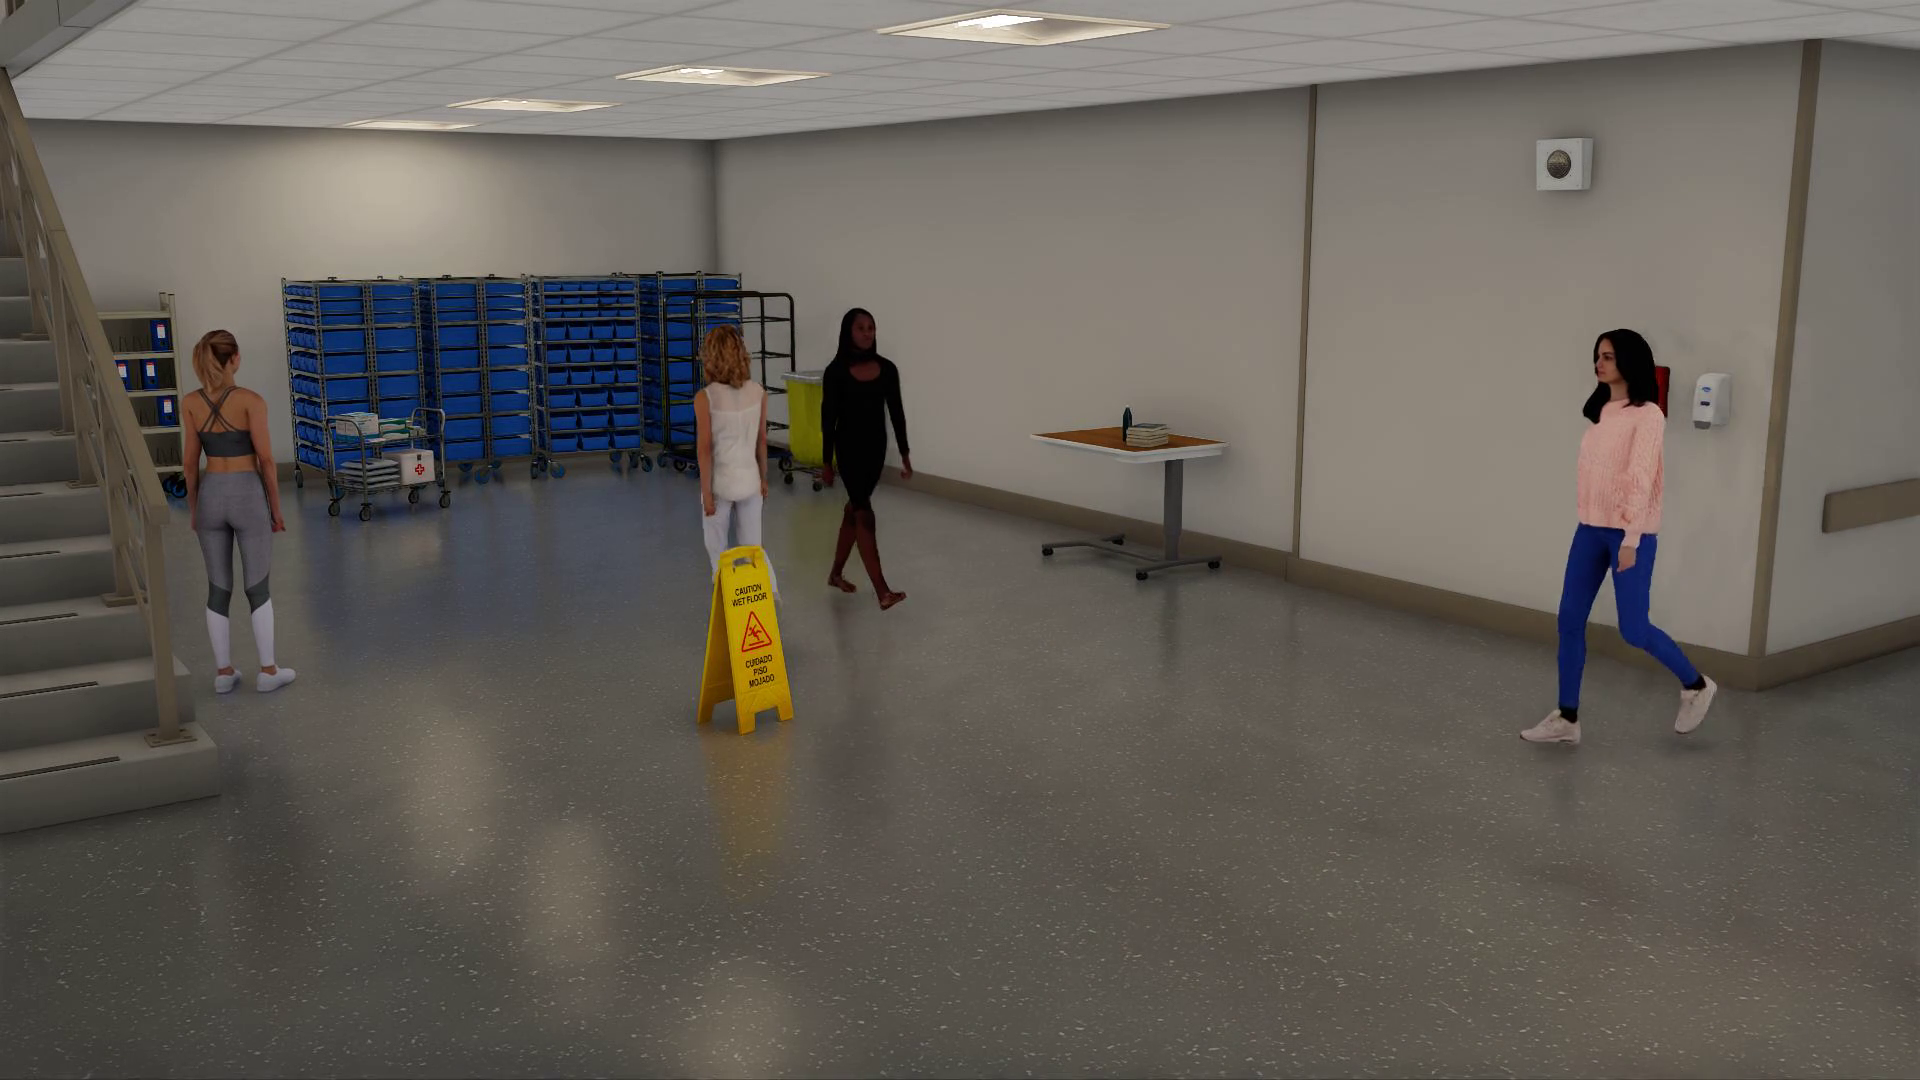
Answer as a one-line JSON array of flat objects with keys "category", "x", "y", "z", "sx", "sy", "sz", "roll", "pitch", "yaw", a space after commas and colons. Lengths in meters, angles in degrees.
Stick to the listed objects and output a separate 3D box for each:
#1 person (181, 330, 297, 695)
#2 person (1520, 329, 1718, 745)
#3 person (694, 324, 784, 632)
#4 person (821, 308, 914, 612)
[{"category": "person", "x": -3.420, "y": -0.134, "z": 7.812, "sx": 0.649, "sy": 1.702, "sz": 0.669, "roll": -1, "pitch": 11, "yaw": -3}, {"category": "person", "x": 2.805, "y": 0.021, "z": 6.887, "sx": 0.962, "sy": 1.742, "sz": 1.108, "roll": -2, "pitch": 11, "yaw": -13}, {"category": "person", "x": -1.152, "y": -0.281, "z": 8.719, "sx": 0.617, "sy": 1.653, "sz": 0.918, "roll": -7, "pitch": 13, "yaw": -32}, {"category": "person", "x": -0.610, "y": -0.439, "z": 9.534, "sx": 0.625, "sy": 1.660, "sz": 1.194, "roll": -7, "pitch": 13, "yaw": -33}]
